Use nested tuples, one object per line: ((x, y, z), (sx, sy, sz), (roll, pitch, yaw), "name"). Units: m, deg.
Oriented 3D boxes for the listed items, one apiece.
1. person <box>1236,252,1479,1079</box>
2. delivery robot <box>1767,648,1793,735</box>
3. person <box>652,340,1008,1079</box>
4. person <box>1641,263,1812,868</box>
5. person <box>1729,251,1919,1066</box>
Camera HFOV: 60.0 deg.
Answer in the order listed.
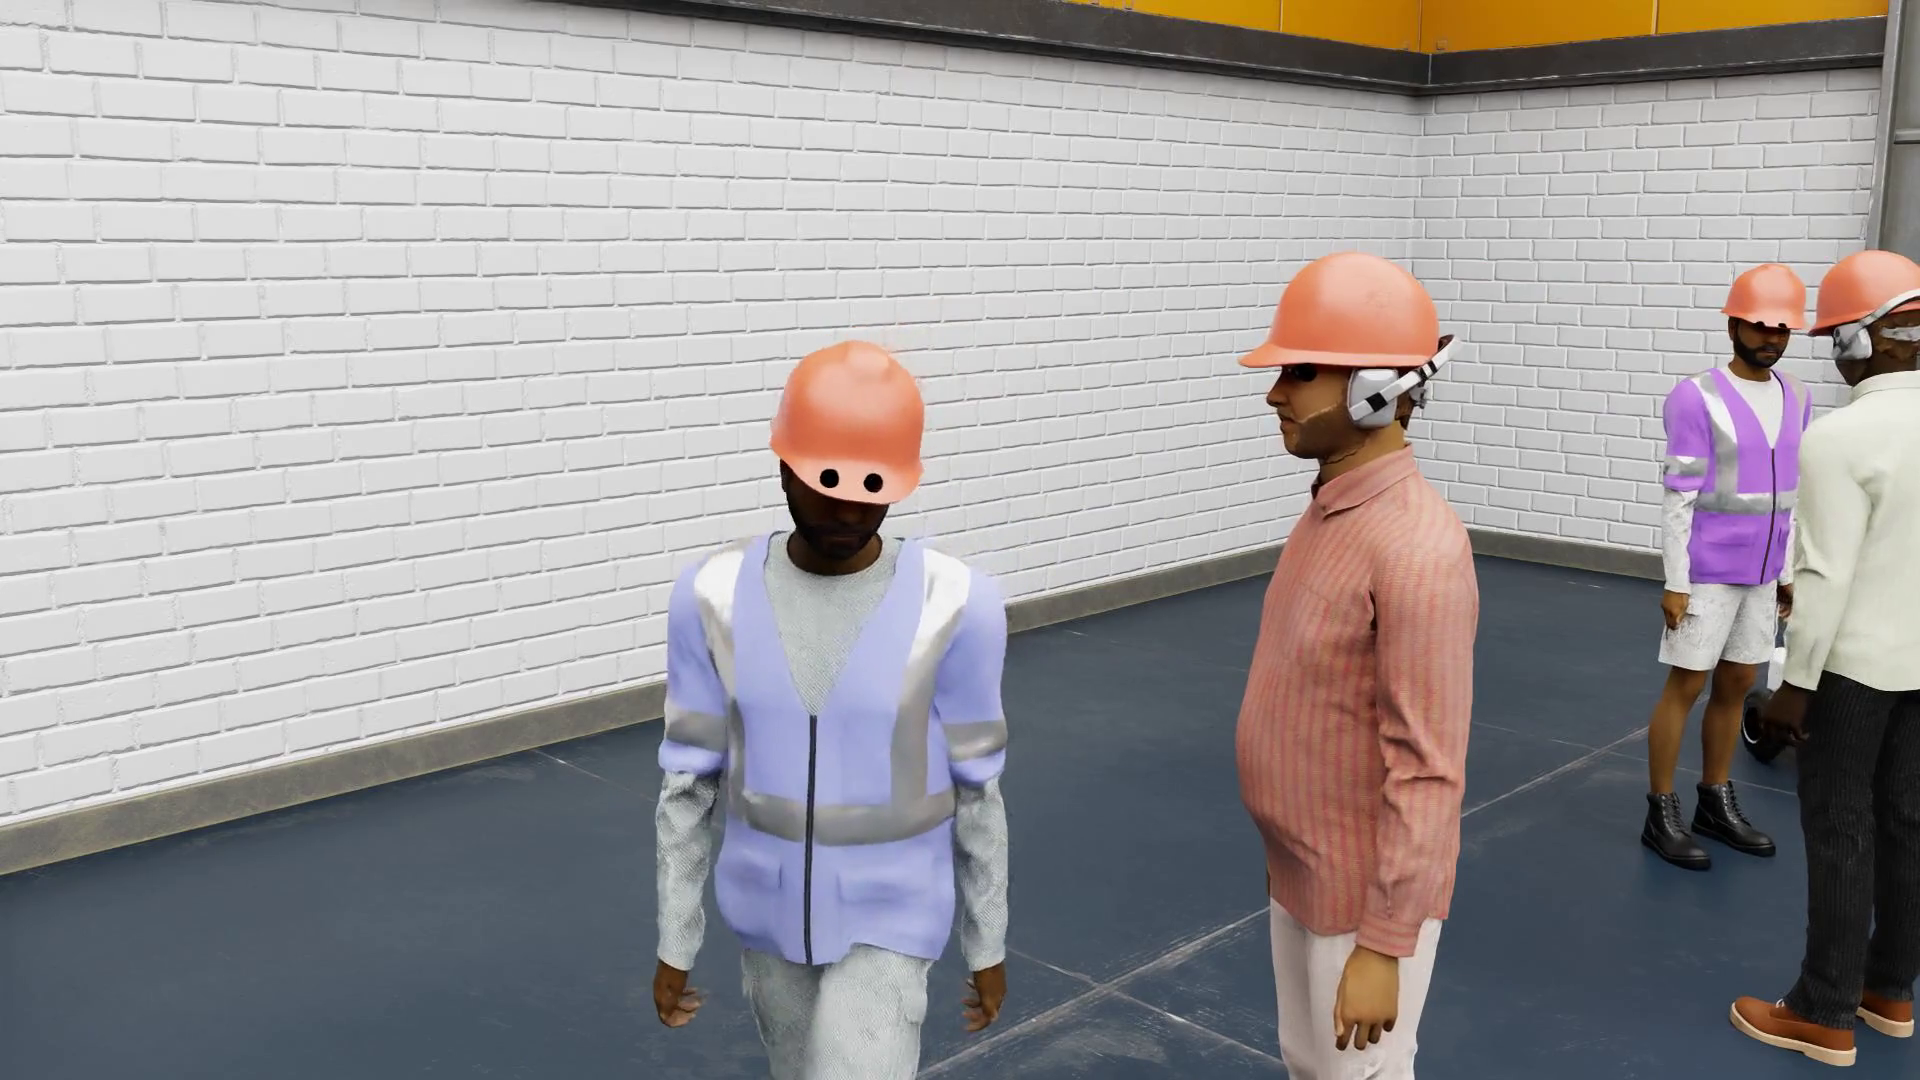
((0.619, 0.541, 2.723), (0.377, 1.995, 0.608), (-1, 10, -4), "person")
((3.318, 0.581, 6.176), (0.477, 0.478, 0.707), (0, 10, -1), "delivery robot")
((-0.195, 0.595, 2.779), (0.569, 1.877, 0.957), (2, 11, 12), "person")
((2.494, 0.090, 5.343), (0.548, 1.933, 0.375), (-4, 11, -21), "person")
((2.206, 0.295, 4.092), (0.610, 1.984, 0.400), (-5, 12, -27), "person")
